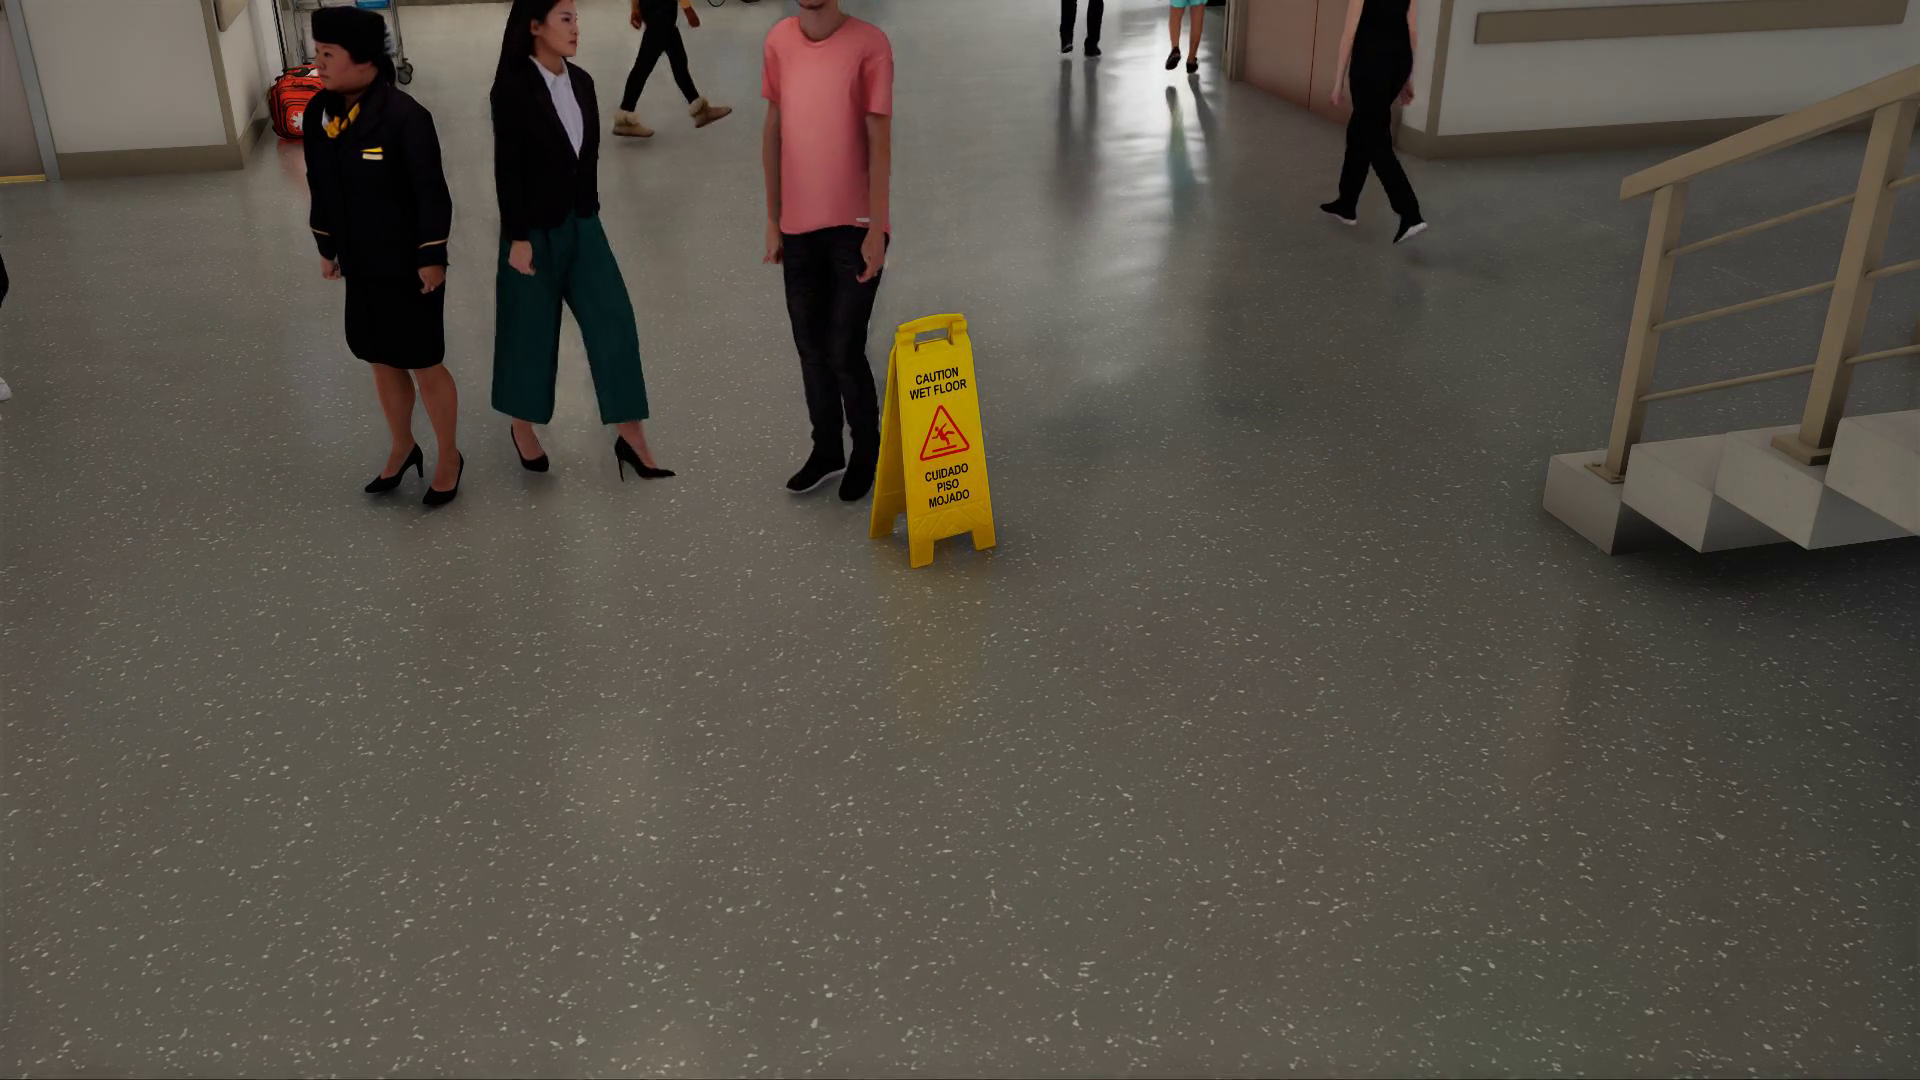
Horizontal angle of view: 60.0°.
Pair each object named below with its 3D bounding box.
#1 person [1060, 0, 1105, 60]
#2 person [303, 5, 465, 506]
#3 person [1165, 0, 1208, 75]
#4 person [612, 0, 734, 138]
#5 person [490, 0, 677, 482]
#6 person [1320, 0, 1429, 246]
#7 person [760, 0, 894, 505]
[{"bbox_3d":[1.036,-4.858,13.551,0.793,1.834,0.805,7,27,15],"label":"person"},{"bbox_3d":[-1.914,-0.930,5.594,0.805,1.671,0.848,11,28,22],"label":"person"},{"bbox_3d":[1.797,-4.397,12.923,0.752,1.549,0.885,5,26,11],"label":"person"},{"bbox_3d":[-2.033,-3.409,10.795,0.847,1.617,1.104,-14,29,-27],"label":"person"},{"bbox_3d":[-1.458,-1.027,5.752,1.093,1.707,0.979,23,34,39],"label":"person"},{"bbox_3d":[2.197,-2.347,8.494,0.741,1.704,1.175,-13,29,-26],"label":"person"},{"bbox_3d":[-0.362,-1.041,5.520,0.816,1.934,0.872,14,29,27],"label":"person"}]
